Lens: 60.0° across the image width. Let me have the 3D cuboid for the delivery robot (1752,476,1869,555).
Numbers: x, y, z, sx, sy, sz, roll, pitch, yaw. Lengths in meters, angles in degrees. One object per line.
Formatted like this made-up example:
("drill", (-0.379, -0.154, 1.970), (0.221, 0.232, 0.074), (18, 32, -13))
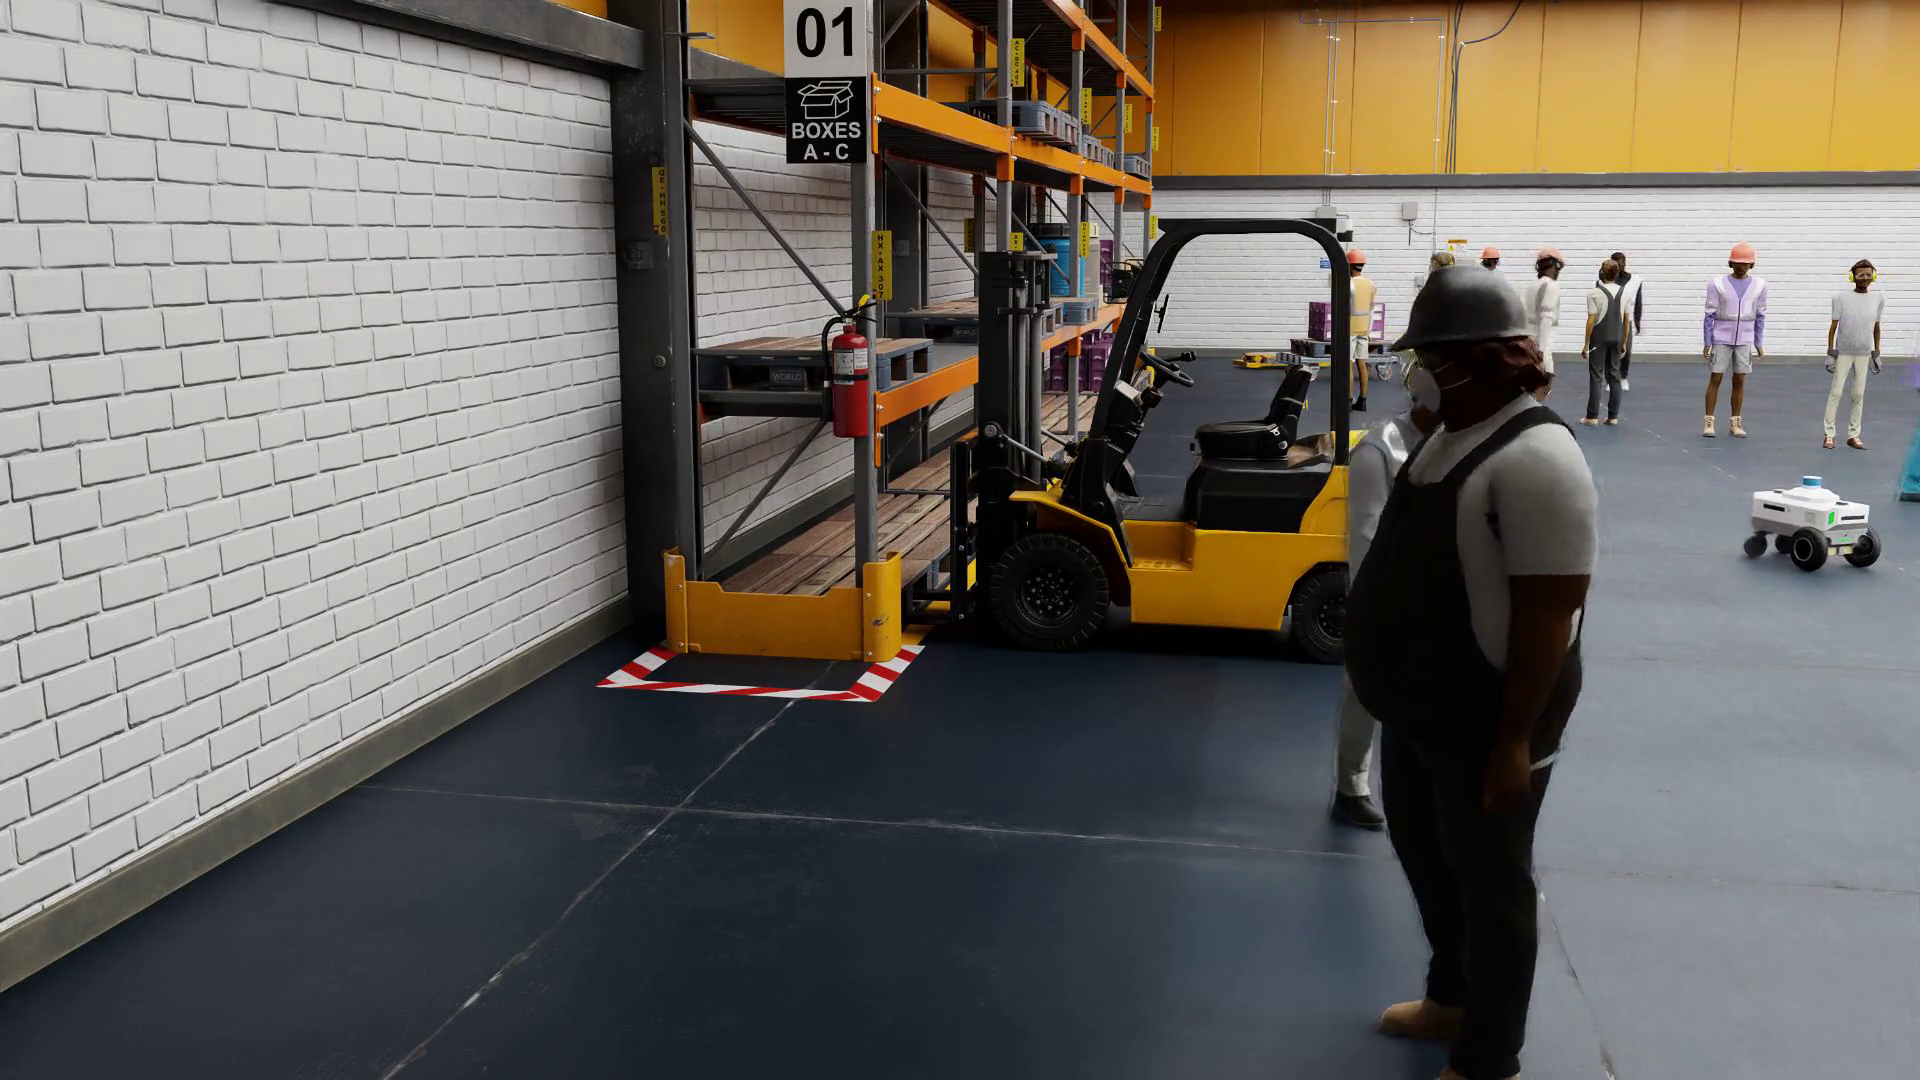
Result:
("delivery robot", (5.454, -0.168, 10.684), (0.477, 0.478, 0.707), (-3, 11, -17))

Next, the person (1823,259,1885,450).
("person", (8.821, -1.821, 16.408), (0.518, 1.869, 0.327), (2, 10, 10))

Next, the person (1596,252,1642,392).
("person", (8.851, -2.930, 22.422), (0.615, 1.882, 0.541), (3, 11, 16))

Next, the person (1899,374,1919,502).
("person", (7.749, -1.149, 12.852), (0.793, 1.815, 0.619), (6, 12, 31))

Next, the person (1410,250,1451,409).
("person", (5.777, -2.502, 19.965), (0.568, 1.926, 0.682), (5, 11, 24))

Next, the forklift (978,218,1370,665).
("forklift", (1.285, -0.567, 8.635), (2.313, 2.155, 1.214), (2, 11, 11))

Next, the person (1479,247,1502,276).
("person", (7.986, -3.441, 25.092), (0.379, 1.937, 0.547), (3, 11, 15))

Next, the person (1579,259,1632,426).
("person", (7.140, -2.175, 18.408), (0.506, 1.847, 0.345), (-1, 10, -6))

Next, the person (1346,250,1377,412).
("person", (4.698, -2.494, 19.903), (0.551, 1.934, 0.363), (-6, 12, -30))

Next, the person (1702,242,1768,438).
("person", (8.070, -2.074, 17.340), (0.605, 2.033, 0.396), (2, 11, 10))

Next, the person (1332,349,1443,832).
("person", (1.572, 0.195, 5.627), (0.608, 1.774, 0.851), (-4, 11, -23))

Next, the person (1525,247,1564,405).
("person", (5.883, -1.966, 16.858), (0.528, 1.992, 0.679), (0, 10, -2))

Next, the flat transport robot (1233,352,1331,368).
("flat transport robot", (5.173, -2.899, 26.691), (1.431, 0.197, 0.652), (-2, 11, -10))

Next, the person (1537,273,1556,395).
("person", (7.742, -2.771, 22.081), (0.316, 1.696, 0.540), (5, 11, 23))

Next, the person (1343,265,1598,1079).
("person", (1.189, 0.356, 3.995), (0.535, 2.000, 0.728), (-1, 10, -6))

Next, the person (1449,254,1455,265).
("person", (6.500, -2.913, 22.379), (0.329, 1.873, 0.516), (-6, 12, -29))
